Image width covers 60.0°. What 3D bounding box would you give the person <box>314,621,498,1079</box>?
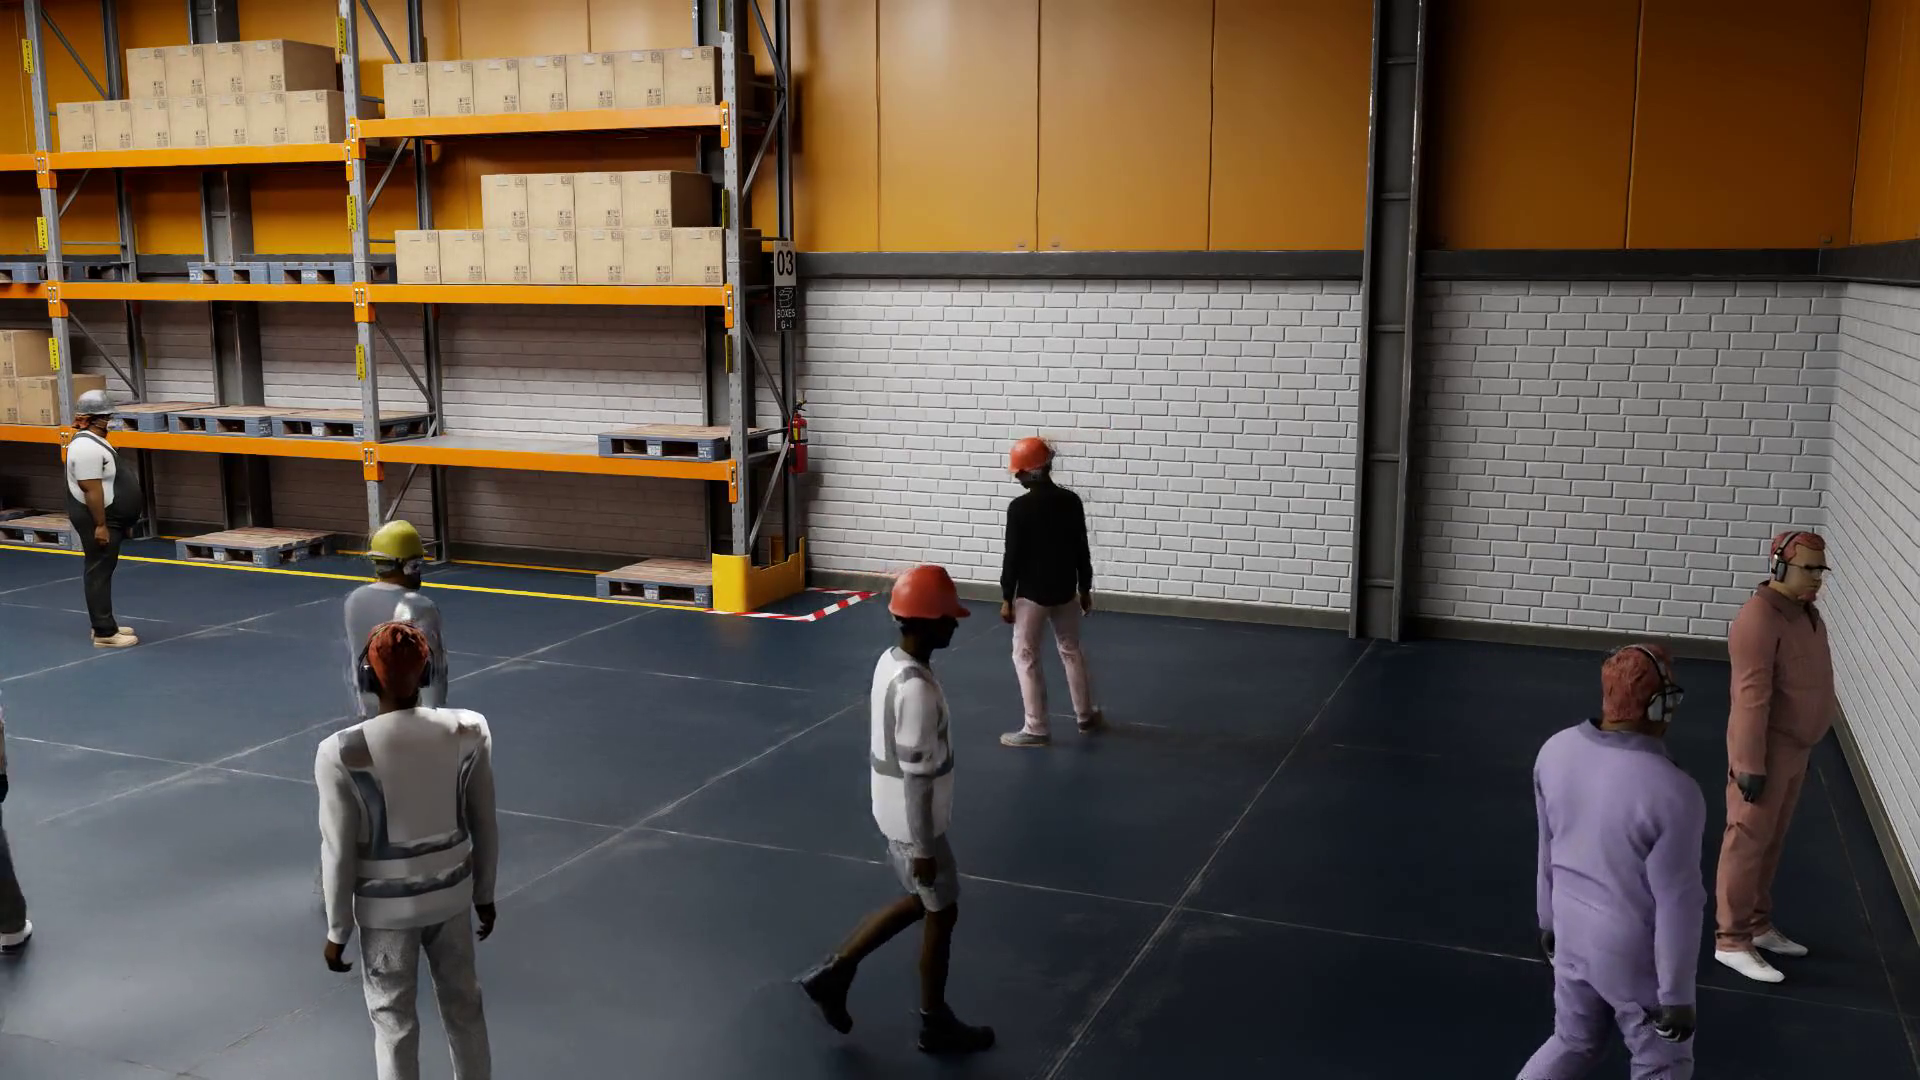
[{"bbox_3d":[-1.776,1.192,5.399,0.576,1.881,0.352,-8,12,-39],"label":"person"}]

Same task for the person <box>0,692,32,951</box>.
[{"bbox_3d":[-4.339,0.916,7.049,0.599,1.887,0.742,-3,10,-18],"label":"person"}]

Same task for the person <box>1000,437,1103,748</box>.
[{"bbox_3d":[0.614,0.320,10.496,0.875,1.956,0.393,-7,12,-38],"label":"person"}]

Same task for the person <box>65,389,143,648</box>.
[{"bbox_3d":[-6.795,-0.181,13.241,0.536,2.000,0.681,-5,10,-26],"label":"person"}]

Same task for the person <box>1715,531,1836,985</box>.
[{"bbox_3d":[3.496,0.901,7.097,0.399,1.905,0.642,9,13,42],"label":"person"}]

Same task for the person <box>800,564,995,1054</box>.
[{"bbox_3d":[-0.224,1.033,6.261,0.656,1.917,0.555,-2,10,-12],"label":"person"}]

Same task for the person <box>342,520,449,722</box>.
[{"bbox_3d":[-2.679,0.804,7.968,0.610,1.810,0.761,6,11,32],"label":"person"}]

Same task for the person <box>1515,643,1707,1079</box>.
[{"bbox_3d":[2.012,1.240,5.106,0.807,1.885,0.663,-3,10,-20],"label":"person"}]
